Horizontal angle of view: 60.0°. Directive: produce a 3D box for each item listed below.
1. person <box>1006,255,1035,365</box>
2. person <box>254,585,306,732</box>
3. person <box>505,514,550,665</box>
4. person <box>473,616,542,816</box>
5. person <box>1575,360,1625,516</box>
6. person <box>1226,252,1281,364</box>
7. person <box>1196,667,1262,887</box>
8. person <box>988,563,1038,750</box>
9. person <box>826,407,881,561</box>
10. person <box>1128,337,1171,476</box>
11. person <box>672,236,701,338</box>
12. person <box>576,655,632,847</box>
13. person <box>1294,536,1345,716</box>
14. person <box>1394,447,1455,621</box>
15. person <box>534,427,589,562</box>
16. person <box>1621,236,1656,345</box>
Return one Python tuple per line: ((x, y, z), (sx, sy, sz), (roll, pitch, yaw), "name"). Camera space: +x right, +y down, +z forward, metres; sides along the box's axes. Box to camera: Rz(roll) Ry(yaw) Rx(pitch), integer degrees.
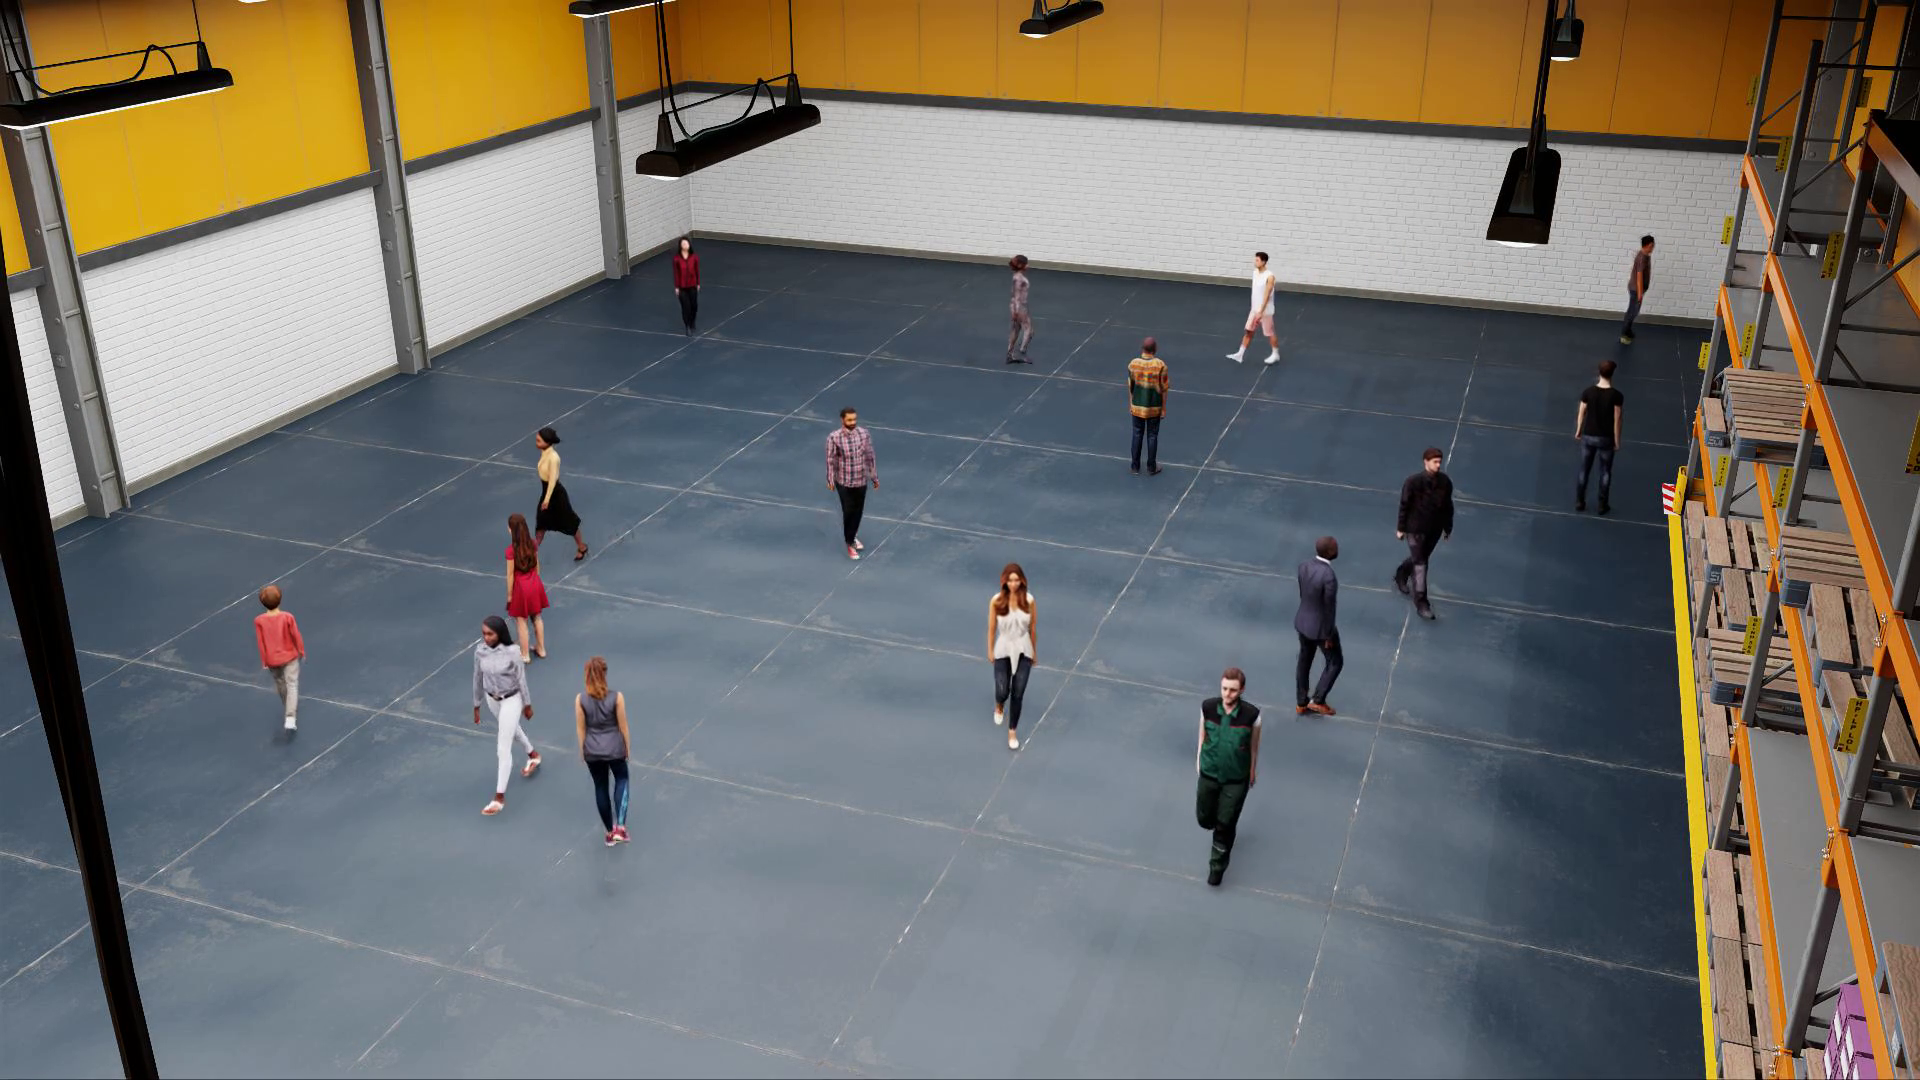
((0.804, -3.510, 25.439), (0.753, 1.702, 0.691), (0, 24, 0), "person")
((-6.238, 1.101, 15.271), (0.839, 1.397, 1.003), (-5, 24, -11), "person")
((-4.316, 0.473, 16.514), (0.693, 1.551, 0.625), (17, 29, 34), "person")
((-3.855, 1.400, 14.247), (0.601, 1.670, 1.185), (8, 25, 18), "person")
((7.649, -1.228, 19.987), (0.791, 1.887, 0.734), (17, 29, 33), "person")
((4.700, -3.502, 25.386), (1.196, 1.729, 1.114), (-12, 26, -25), "person")
((2.109, 1.806, 13.121), (0.654, 1.828, 0.921), (9, 25, 20), "person")
((0.470, 1.000, 15.034), (0.772, 1.772, 0.880), (-3, 24, -6), "person")
((-1.261, -0.708, 18.982), (0.964, 1.739, 1.021), (-12, 26, -26), "person")
((2.379, -1.709, 21.186), (0.675, 1.808, 0.628), (8, 25, 18), "person")
((-4.447, -4.114, 26.891), (0.688, 1.646, 0.737), (-8, 25, -18), "person")
((-2.870, 1.756, 13.376), (0.723, 1.714, 0.814), (-3, 24, -6), "person")
((3.242, 0.822, 15.389), (0.884, 1.814, 0.826), (-10, 26, -23), "person")
((4.851, -0.132, 17.588), (1.161, 1.800, 1.320), (-6, 24, -14), "person")
((-4.446, -0.465, 18.579), (1.073, 1.616, 0.927), (-16, 28, -32), "person")
((10.814, -4.040, 26.587), (0.833, 1.753, 0.502), (4, 24, 8), "person")
